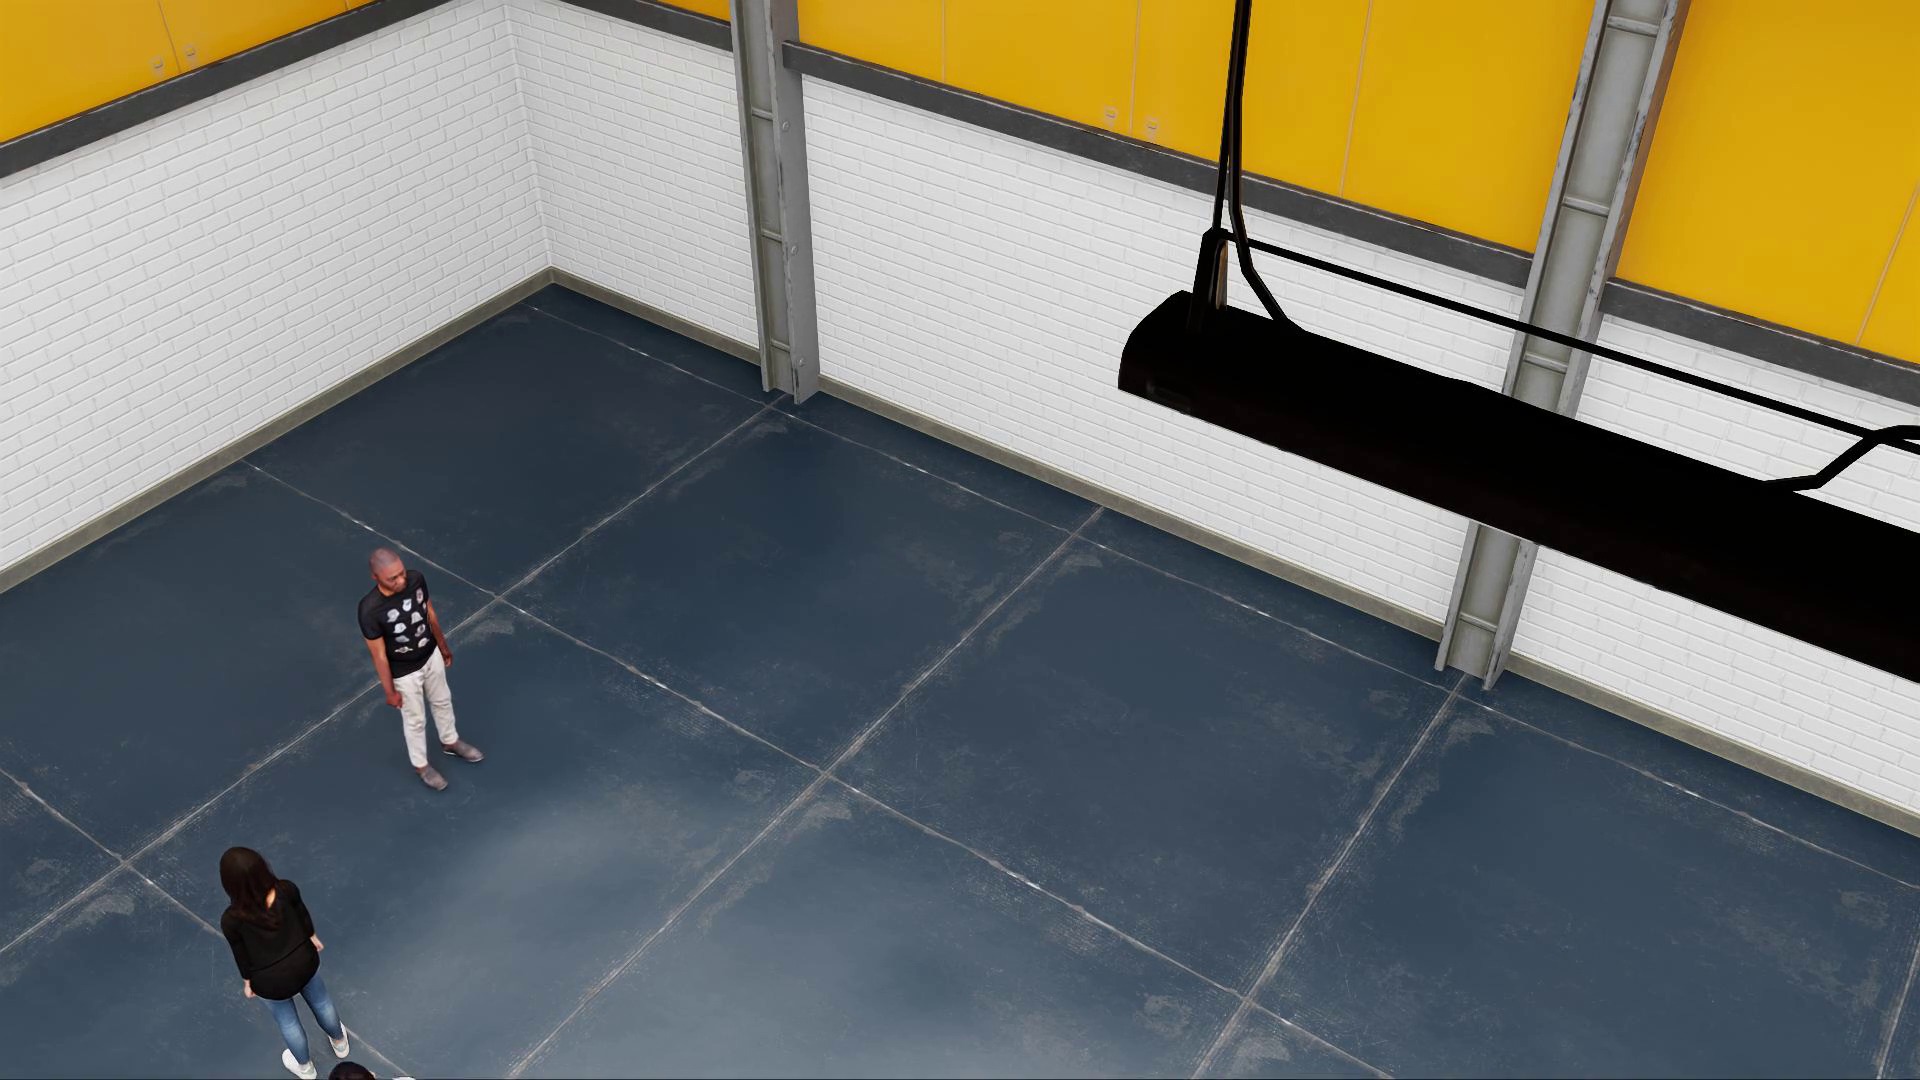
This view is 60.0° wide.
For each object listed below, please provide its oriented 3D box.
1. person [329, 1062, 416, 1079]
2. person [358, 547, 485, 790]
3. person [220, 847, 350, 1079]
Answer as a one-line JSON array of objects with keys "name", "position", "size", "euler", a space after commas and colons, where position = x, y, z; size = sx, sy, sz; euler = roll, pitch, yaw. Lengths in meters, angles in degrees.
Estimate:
[{"name": "person", "position": [-2.455, 2.912, 7.440], "size": [0.859, 1.731, 0.755], "euler": [17, 42, 21]}, {"name": "person", "position": [-3.336, 0.742, 10.102], "size": [0.625, 1.801, 0.673], "euler": [20, 43, 23]}, {"name": "person", "position": [-3.455, 2.149, 8.465], "size": [0.609, 1.646, 0.563], "euler": [-32, 48, -33]}]
